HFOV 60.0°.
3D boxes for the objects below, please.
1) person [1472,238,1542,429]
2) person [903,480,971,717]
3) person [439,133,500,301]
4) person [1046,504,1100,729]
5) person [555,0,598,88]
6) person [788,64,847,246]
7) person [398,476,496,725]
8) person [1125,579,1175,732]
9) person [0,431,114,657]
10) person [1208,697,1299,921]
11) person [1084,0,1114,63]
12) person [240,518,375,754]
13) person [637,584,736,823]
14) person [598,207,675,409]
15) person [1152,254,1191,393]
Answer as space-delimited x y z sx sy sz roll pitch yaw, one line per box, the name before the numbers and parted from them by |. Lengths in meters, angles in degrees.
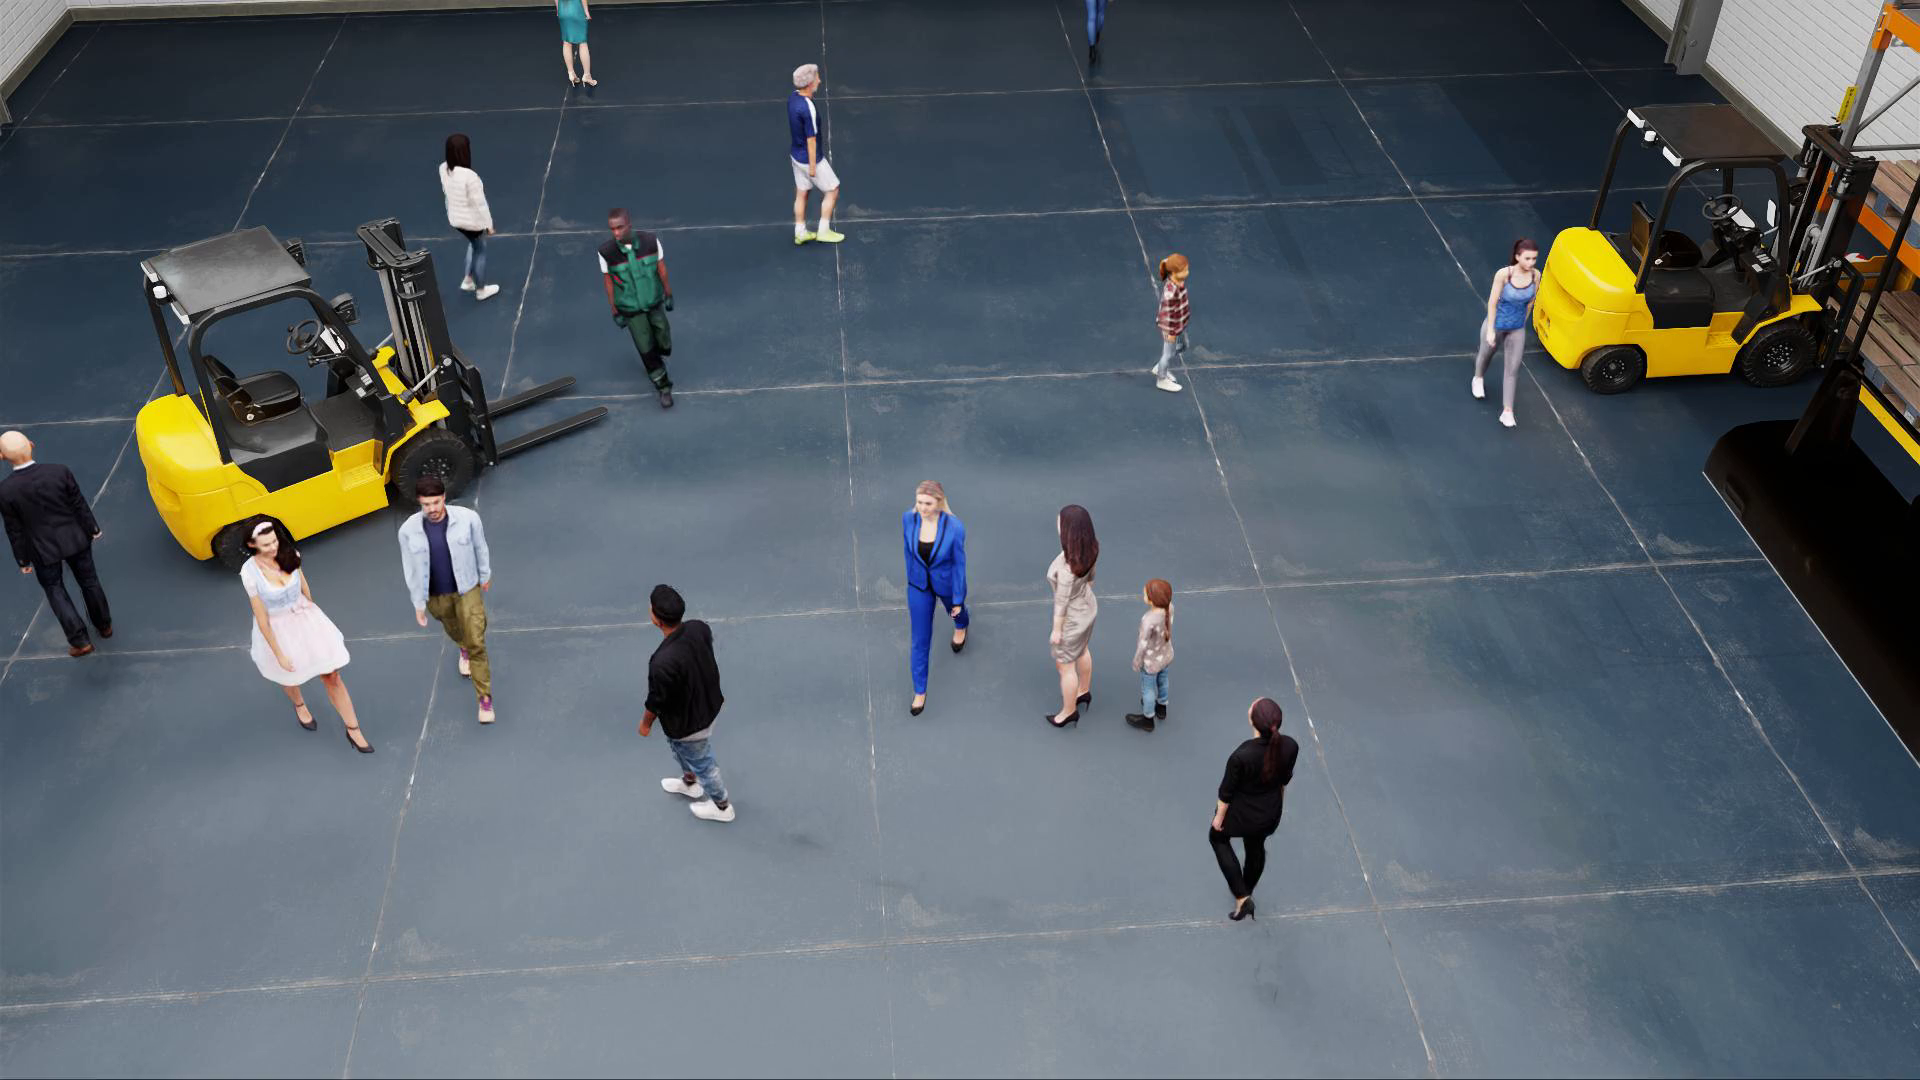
person | 4.470 -1.786 13.736 0.630 1.572 1.043 1 39 1
person | -0.115 0.263 11.104 0.865 1.655 1.246 9 39 11
person | -4.504 -2.883 15.069 0.762 1.623 0.803 20 43 24
person | 0.735 0.502 10.733 0.733 1.743 0.627 18 42 21
person | -4.417 -5.988 18.905 0.618 1.686 0.592 11 40 13
person | -1.519 -3.638 15.855 0.837 1.821 0.758 -22 44 -25
person | -3.368 0.286 10.988 0.766 1.763 1.183 -7 39 -9
person | 1.280 0.743 10.873 0.600 1.192 0.544 29 47 31
person | -6.100 0.041 11.269 0.889 1.795 0.941 -25 45 -28
person | 1.678 1.602 9.433 0.692 1.646 0.742 -13 40 -15
person | 1.599 -6.423 19.530 0.681 1.586 1.056 1 39 1
person | -4.329 0.571 10.611 1.137 1.788 1.049 31 48 33
person | -1.552 1.053 10.010 0.912 1.784 0.864 12 40 14
person | -2.658 -1.965 13.769 0.906 1.809 1.031 -20 43 -23
person | 1.732 -1.849 14.034 0.679 1.297 0.578 13 40 16
